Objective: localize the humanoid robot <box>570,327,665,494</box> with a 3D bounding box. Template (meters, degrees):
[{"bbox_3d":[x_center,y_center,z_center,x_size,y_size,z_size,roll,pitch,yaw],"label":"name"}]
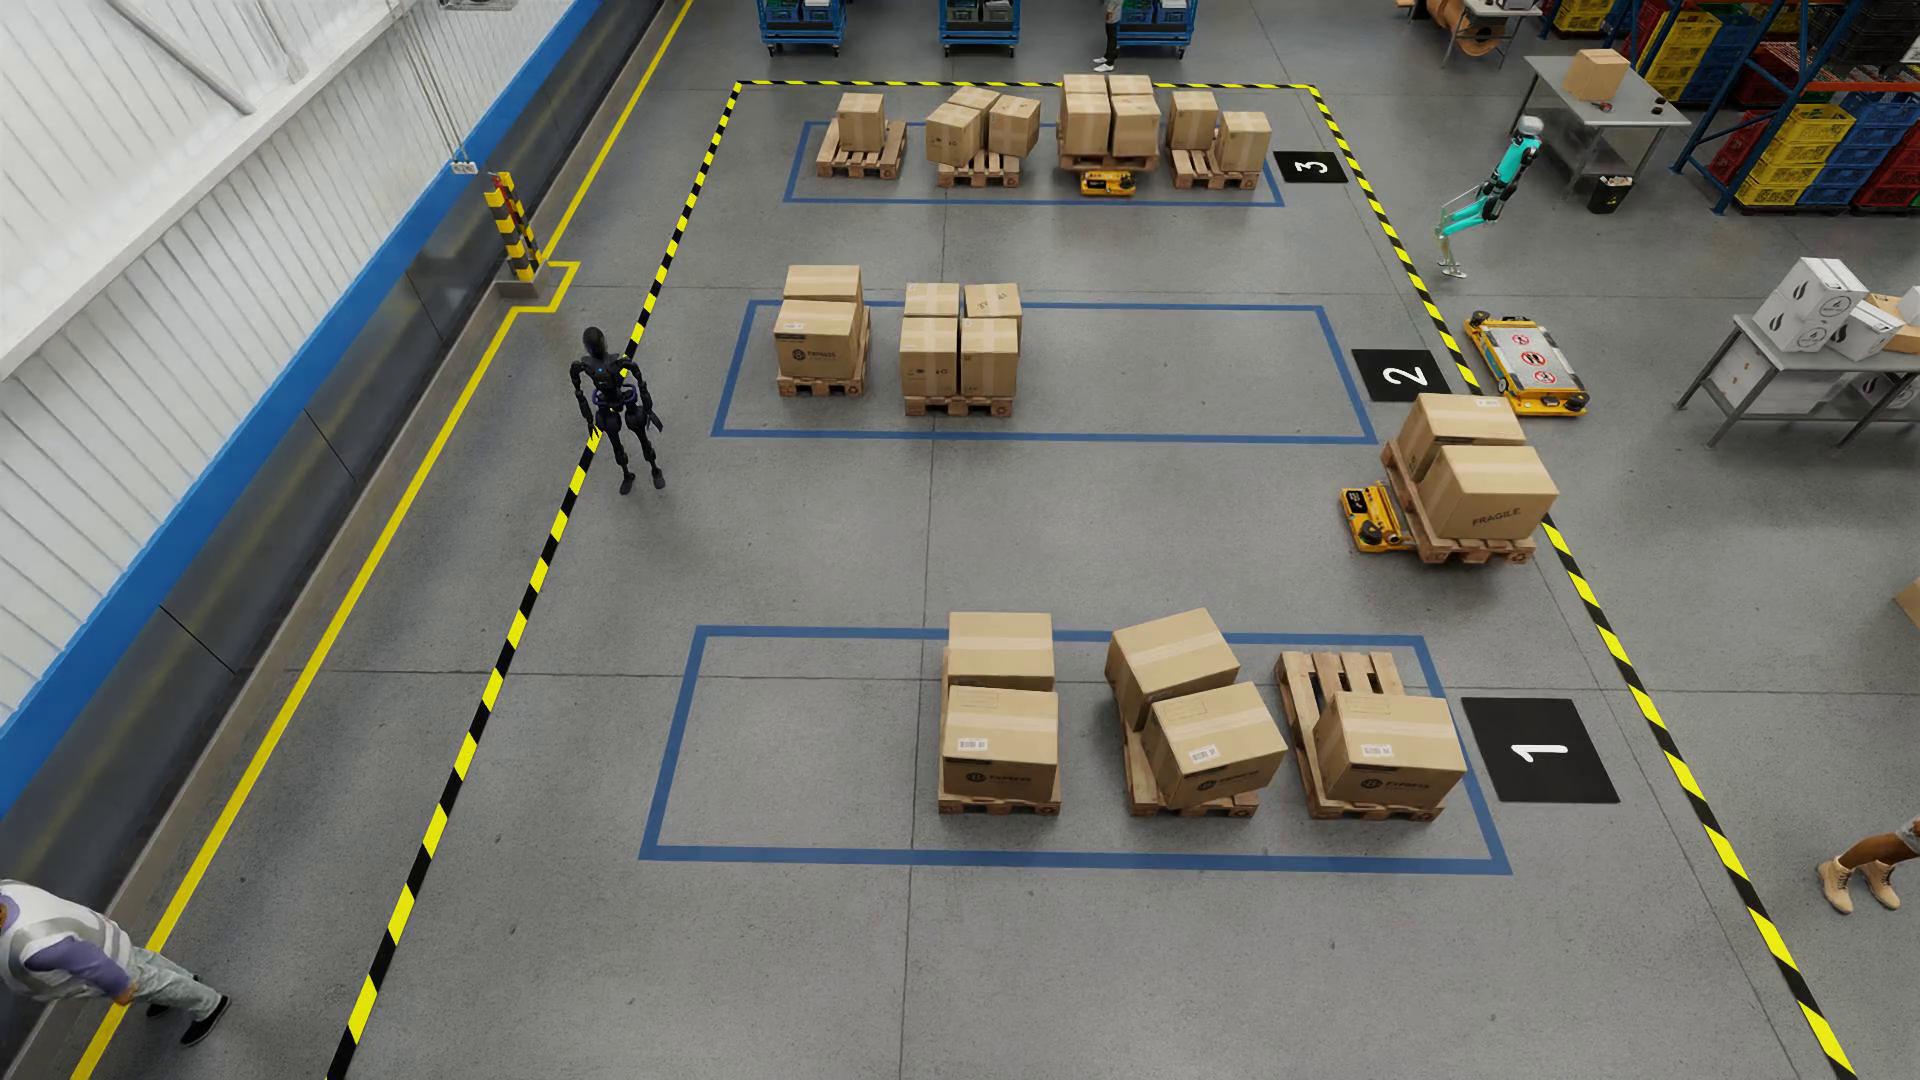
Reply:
[{"bbox_3d":[-2.773,-1.041,7.491,0.599,1.659,0.315,-8,50,-7],"label":"humanoid robot"}]

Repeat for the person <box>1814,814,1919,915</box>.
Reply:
[{"bbox_3d":[5.644,1.536,5.033,0.613,2.040,0.374,-3,49,-2],"label":"person"}]

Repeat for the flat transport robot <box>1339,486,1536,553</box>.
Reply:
[{"bbox_3d":[4.007,-0.203,7.691,1.431,0.197,0.652,1,49,1],"label":"flat transport robot"}]

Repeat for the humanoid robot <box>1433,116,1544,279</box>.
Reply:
[{"bbox_3d":[5.367,-3.568,9.562,0.735,1.677,0.533,8,50,7],"label":"humanoid robot"}]

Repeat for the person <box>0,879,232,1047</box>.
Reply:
[{"bbox_3d":[-4.434,2.145,4.641,0.589,1.833,0.404,24,53,19],"label":"person"}]

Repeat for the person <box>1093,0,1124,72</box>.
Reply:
[{"bbox_3d":[2.170,-7.760,13.205,0.388,1.850,0.587,5,49,4],"label":"person"}]

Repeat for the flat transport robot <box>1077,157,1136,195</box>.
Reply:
[{"bbox_3d":[1.843,-4.870,11.730,0.652,0.197,1.431,1,49,1],"label":"flat transport robot"}]

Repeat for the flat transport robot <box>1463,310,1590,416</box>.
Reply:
[{"bbox_3d":[5.573,-1.757,9.054,0.659,0.231,1.431,1,49,1],"label":"flat transport robot"}]
